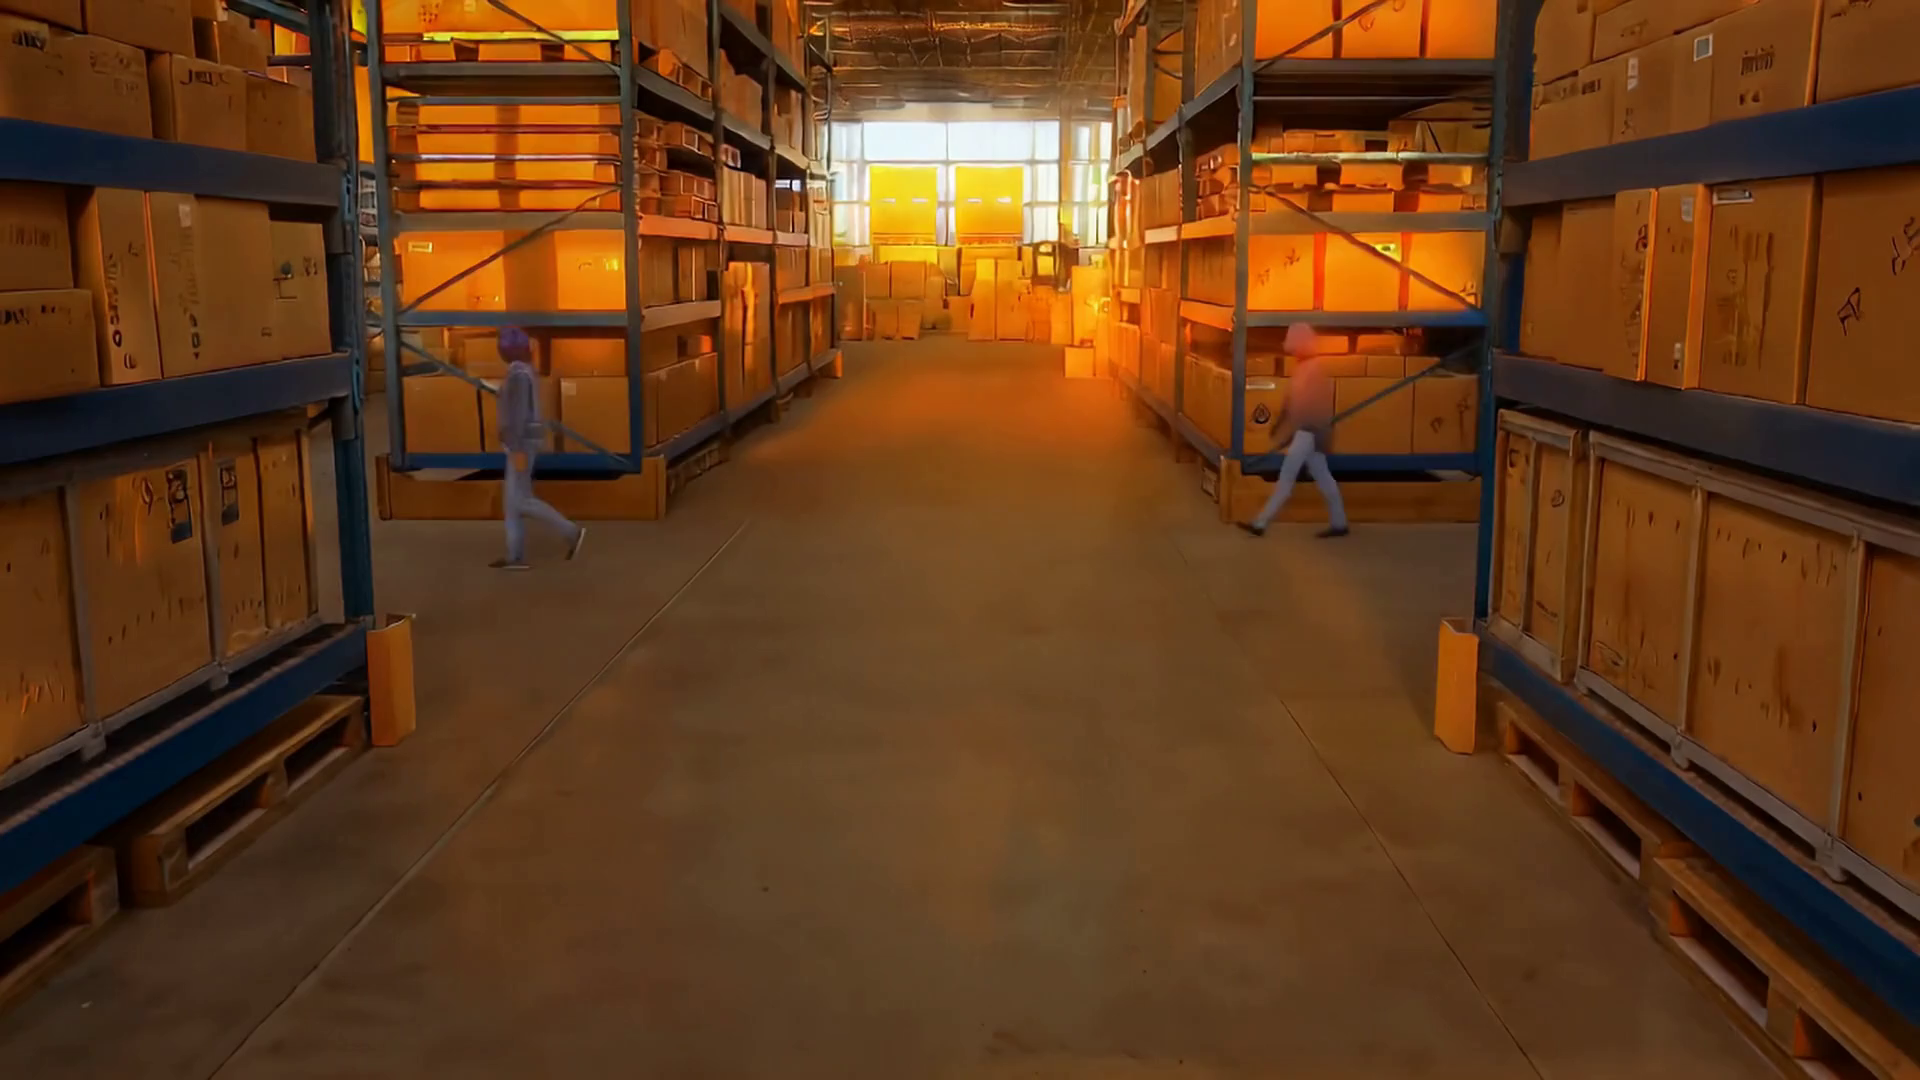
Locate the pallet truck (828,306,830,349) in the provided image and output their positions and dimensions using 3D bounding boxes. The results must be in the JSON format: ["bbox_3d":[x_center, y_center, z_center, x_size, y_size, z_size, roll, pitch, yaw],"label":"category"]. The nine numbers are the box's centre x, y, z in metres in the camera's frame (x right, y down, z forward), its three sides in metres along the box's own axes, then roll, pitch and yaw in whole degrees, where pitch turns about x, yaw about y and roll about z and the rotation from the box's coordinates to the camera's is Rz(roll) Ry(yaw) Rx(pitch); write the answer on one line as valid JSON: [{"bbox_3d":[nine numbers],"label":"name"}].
[{"bbox_3d":[-3.100,-3.940,29.800,1.885,1.965,0.823,3,10,19],"label":"pallet truck"}]

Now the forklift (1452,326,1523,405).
[{"bbox_3d":[7.154,-3.355,23.658,1.873,2.768,1.129,0,9,1],"label":"forklift"}]

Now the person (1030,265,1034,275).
[{"bbox_3d":[3.106,-10.352,68.450,0.631,1.919,0.566,-4,10,-25],"label":"person"}]

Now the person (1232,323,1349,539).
[{"bbox_3d":[2.452,-0.778,12.088,0.866,1.578,0.491,1,10,4],"label":"person"}]

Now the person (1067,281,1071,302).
[{"bbox_3d":[4.304,-9.247,62.796,0.528,1.581,0.900,0,9,-1],"label":"person"}]

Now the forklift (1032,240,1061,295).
[{"bbox_3d":[3.172,-9.648,61.356,1.129,2.768,1.873,0,9,1],"label":"forklift"}]

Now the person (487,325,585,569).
[{"bbox_3d":[-2.813,-0.595,10.892,0.567,1.622,0.521,-2,10,-10],"label":"person"}]
